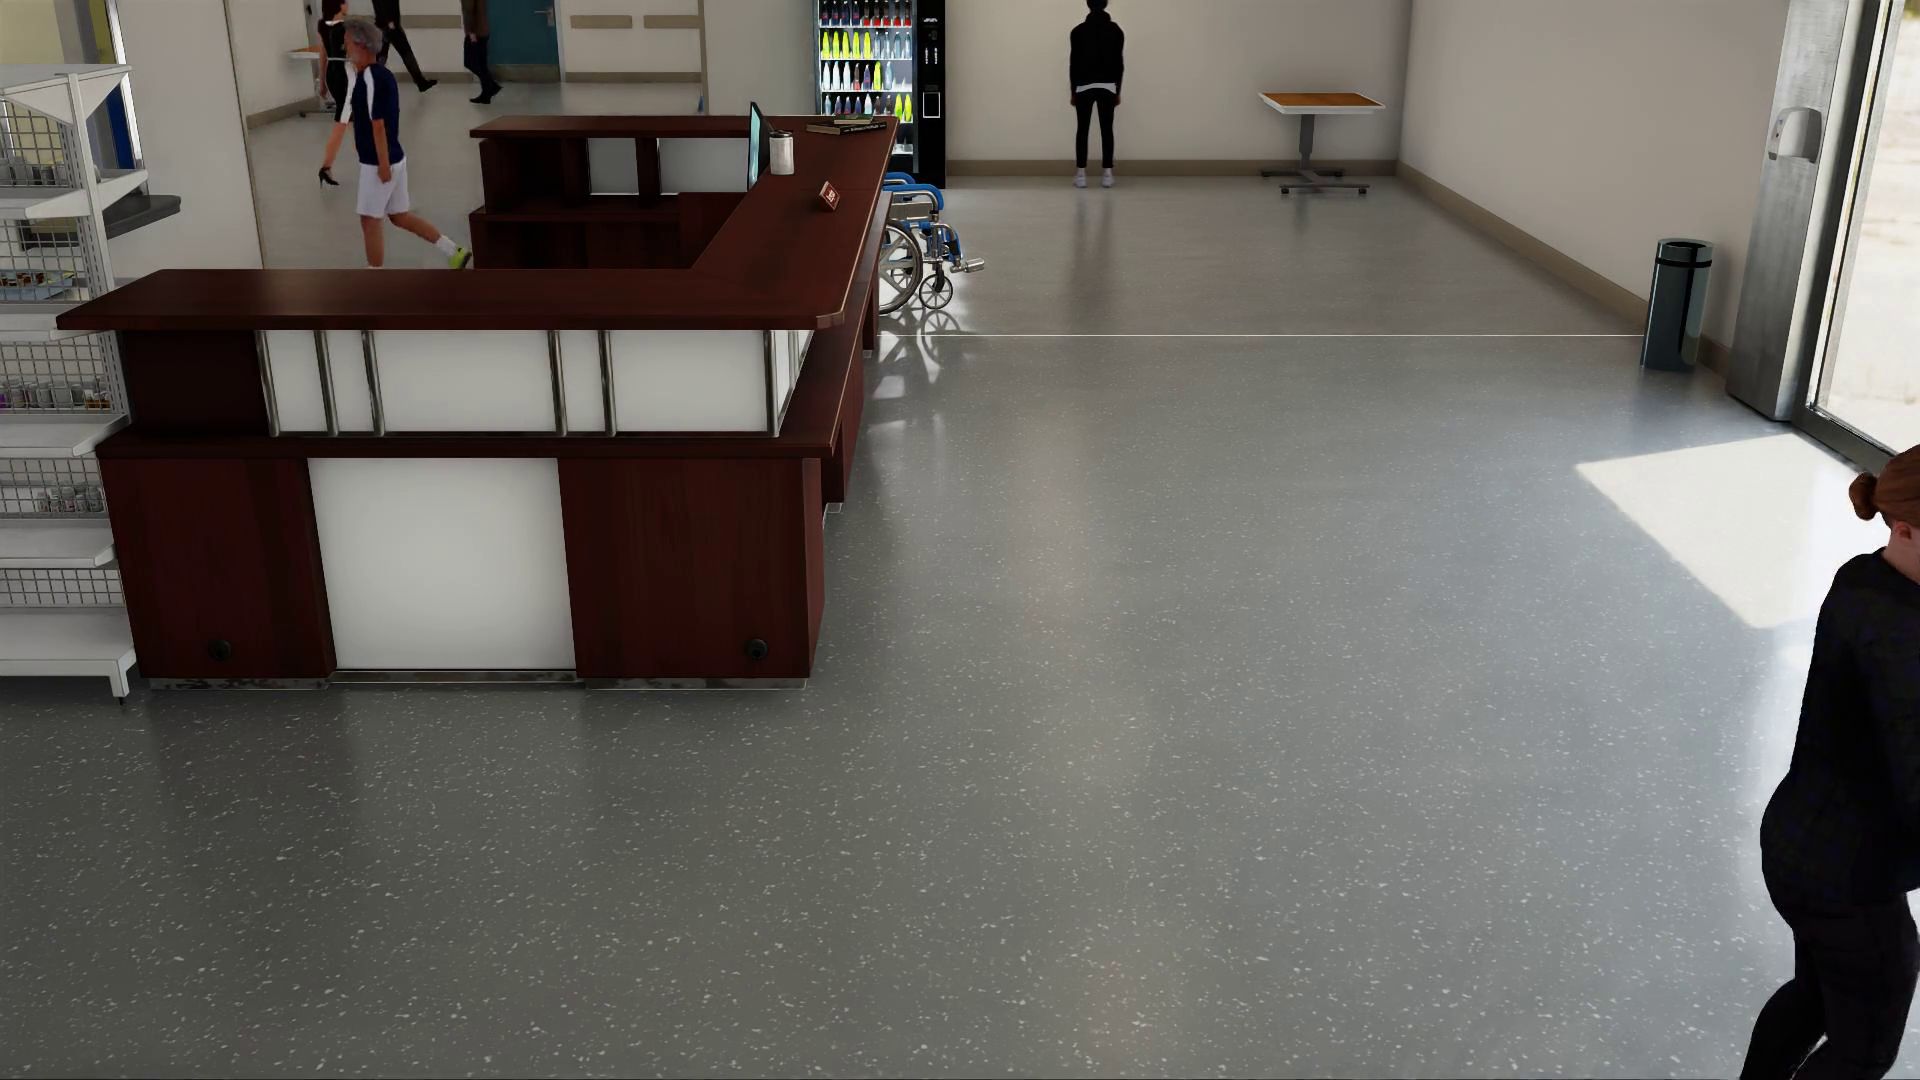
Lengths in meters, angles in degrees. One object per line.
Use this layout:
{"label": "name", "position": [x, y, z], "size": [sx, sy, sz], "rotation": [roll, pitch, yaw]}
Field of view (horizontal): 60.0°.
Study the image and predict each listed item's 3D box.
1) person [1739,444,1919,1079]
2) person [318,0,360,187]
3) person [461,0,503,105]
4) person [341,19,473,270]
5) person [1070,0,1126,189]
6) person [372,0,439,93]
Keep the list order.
{"label": "person", "position": [1.557, 0.624, 3.028], "size": [0.760, 1.656, 0.740], "rotation": [4, 21, 10]}
{"label": "person", "position": [-5.805, -4.150, 15.516], "size": [1.172, 1.738, 1.020], "rotation": [11, 23, 26]}
{"label": "person", "position": [-6.429, -6.827, 22.383], "size": [0.762, 1.880, 0.686], "rotation": [2, 21, 6]}
{"label": "person", "position": [-3.769, -2.523, 11.113], "size": [1.143, 1.816, 0.775], "rotation": [-4, 21, -10]}
{"label": "person", "position": [1.285, -4.271, 15.723], "size": [0.502, 1.818, 0.717], "rotation": [0, 21, 1]}
{"label": "person", "position": [-8.145, -7.230, 23.473], "size": [1.202, 1.863, 0.876], "rotation": [5, 21, 14]}
